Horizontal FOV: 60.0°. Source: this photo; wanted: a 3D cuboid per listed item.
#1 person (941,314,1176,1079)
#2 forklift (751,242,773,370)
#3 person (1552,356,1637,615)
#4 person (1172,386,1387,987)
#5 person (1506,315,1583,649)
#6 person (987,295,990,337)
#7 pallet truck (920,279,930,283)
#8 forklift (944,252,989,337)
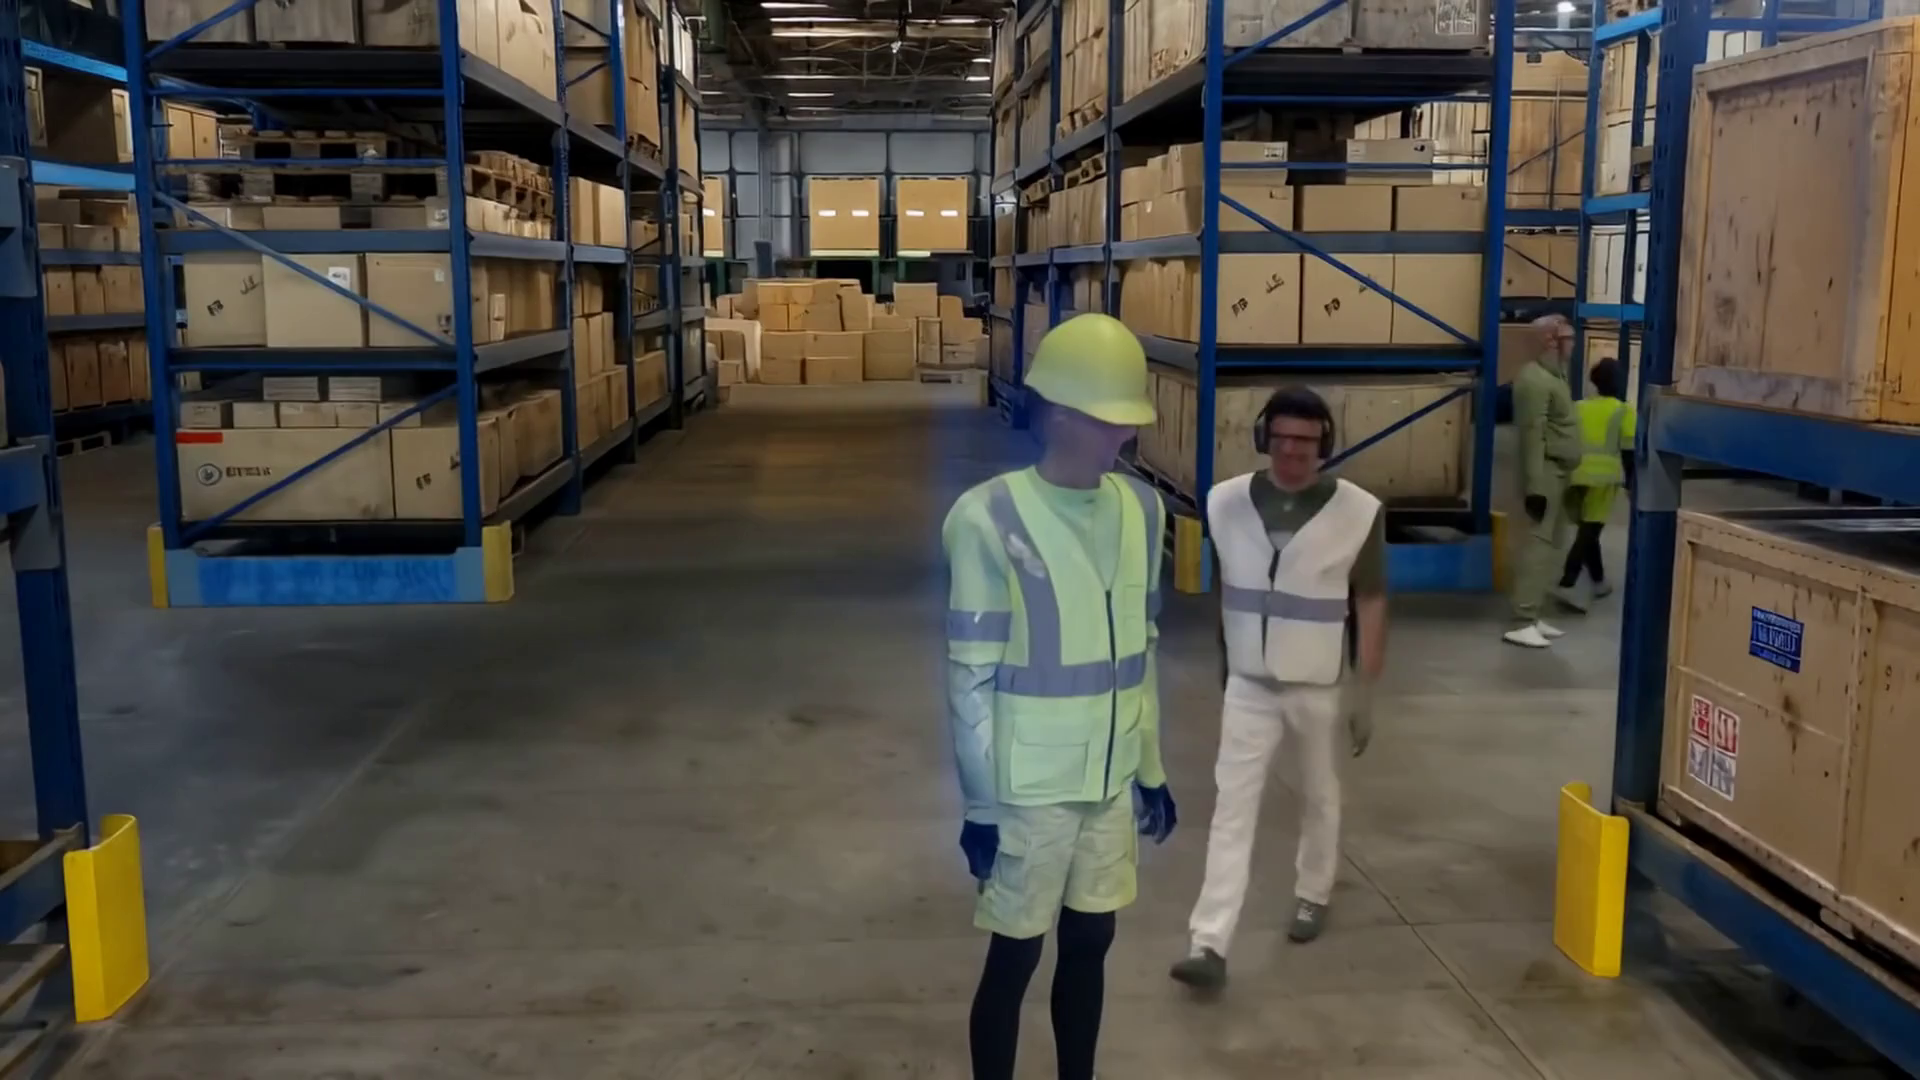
[{"bbox_3d":[0.251,0.522,3.702,0.604,2.034,0.386,-7,12,-39],"label":"person"},{"bbox_3d":[-4.251,-5.060,36.103,1.873,2.768,1.129,-1,9,-4],"label":"forklift"},{"bbox_3d":[4.018,-0.359,10.578,1.026,1.611,0.542,-8,12,-41],"label":"person"},{"bbox_3d":[0.973,0.438,5.008,0.575,1.783,0.981,5,10,27],"label":"person"},{"bbox_3d":[3.357,-0.330,9.568,0.405,1.888,0.750,4,10,24],"label":"person"},{"bbox_3d":[1.026,-6.134,45.881,0.548,1.905,0.807,-4,10,-22],"label":"person"},{"bbox_3d":[-0.932,-8.922,63.114,1.885,1.965,0.823,2,9,13],"label":"pallet truck"},{"bbox_3d":[-0.009,-7.506,51.459,1.129,2.768,1.873,-5,10,-30],"label":"forklift"}]
